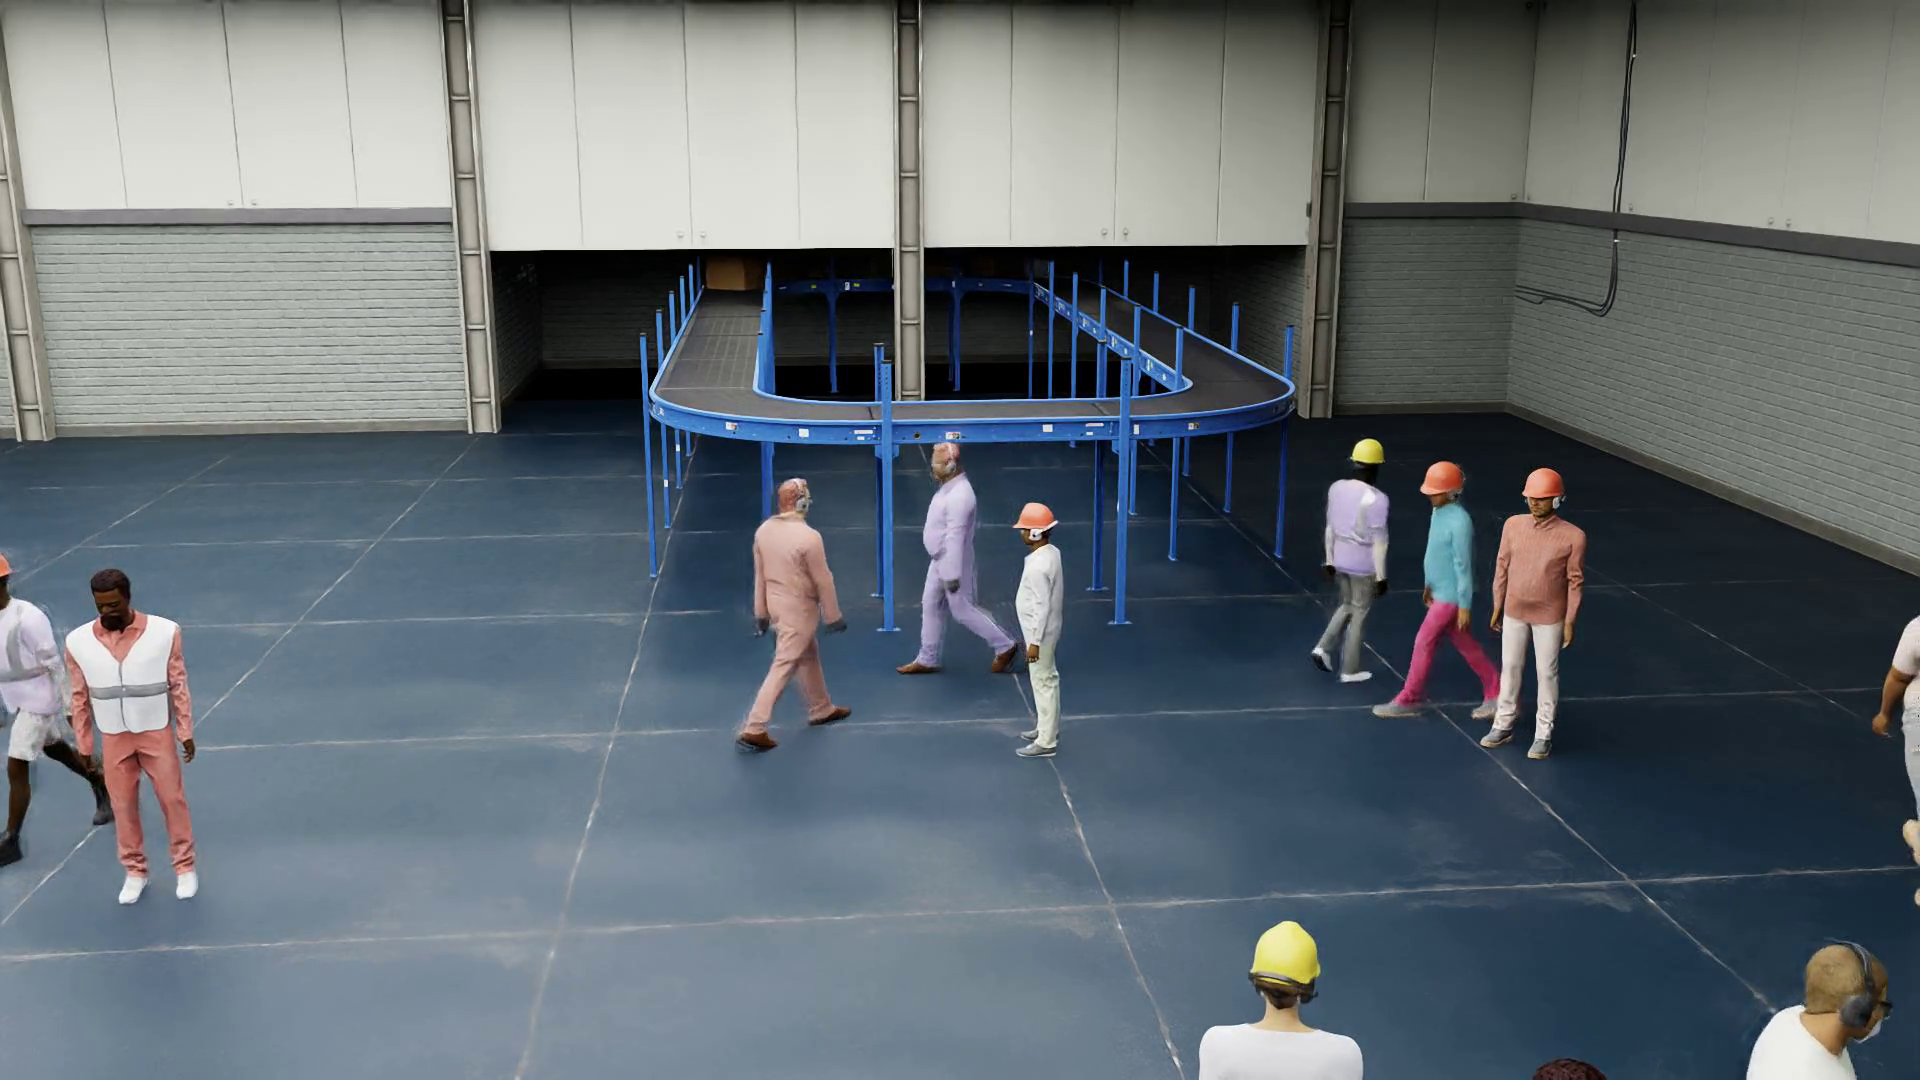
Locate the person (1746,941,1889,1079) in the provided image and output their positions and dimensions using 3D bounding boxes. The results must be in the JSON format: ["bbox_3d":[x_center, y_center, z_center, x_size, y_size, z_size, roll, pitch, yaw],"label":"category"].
[{"bbox_3d":[2.586,2.116,4.989,0.696,1.898,0.648,5,15,21],"label":"person"}]

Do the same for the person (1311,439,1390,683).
[{"bbox_3d":[3.035,0.171,12.728,0.439,1.911,0.595,-7,16,-27],"label":"person"}]

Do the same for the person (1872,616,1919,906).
[{"bbox_3d":[5.469,0.984,9.217,0.690,2.000,1.019,2,14,7],"label":"person"}]

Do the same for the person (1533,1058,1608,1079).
[{"bbox_3d":[1.520,2.238,4.472,0.587,1.911,0.397,-7,15,-25],"label":"person"}]

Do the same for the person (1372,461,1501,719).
[{"bbox_3d":[3.549,0.372,11.915,0.979,1.936,0.652,1,14,5],"label":"person"}]

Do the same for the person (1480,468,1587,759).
[{"bbox_3d":[3.895,0.490,11.286,0.611,1.996,0.379,12,19,41],"label":"person"}]

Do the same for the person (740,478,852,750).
[{"bbox_3d":[-1.174,0.495,11.559,1.023,1.860,0.634,-11,18,-37],"label":"person"}]

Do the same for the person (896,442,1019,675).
[{"bbox_3d":[-0.009,0.155,12.877,0.895,1.874,0.653,-2,14,-10],"label":"person"}]

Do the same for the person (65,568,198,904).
[{"bbox_3d":[-4.548,1.062,9.181,0.603,1.906,0.387,-4,15,-15],"label":"person"}]

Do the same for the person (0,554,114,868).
[{"bbox_3d":[-5.444,0.920,9.829,0.573,1.882,1.034,8,16,29],"label":"person"}]

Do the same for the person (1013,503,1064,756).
[{"bbox_3d":[0.522,0.604,11.319,0.341,1.750,0.567,3,14,11],"label":"person"}]

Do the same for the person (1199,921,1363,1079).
[{"bbox_3d":[1.022,2.077,5.407,0.530,1.765,0.326,2,14,8],"label":"person"}]
